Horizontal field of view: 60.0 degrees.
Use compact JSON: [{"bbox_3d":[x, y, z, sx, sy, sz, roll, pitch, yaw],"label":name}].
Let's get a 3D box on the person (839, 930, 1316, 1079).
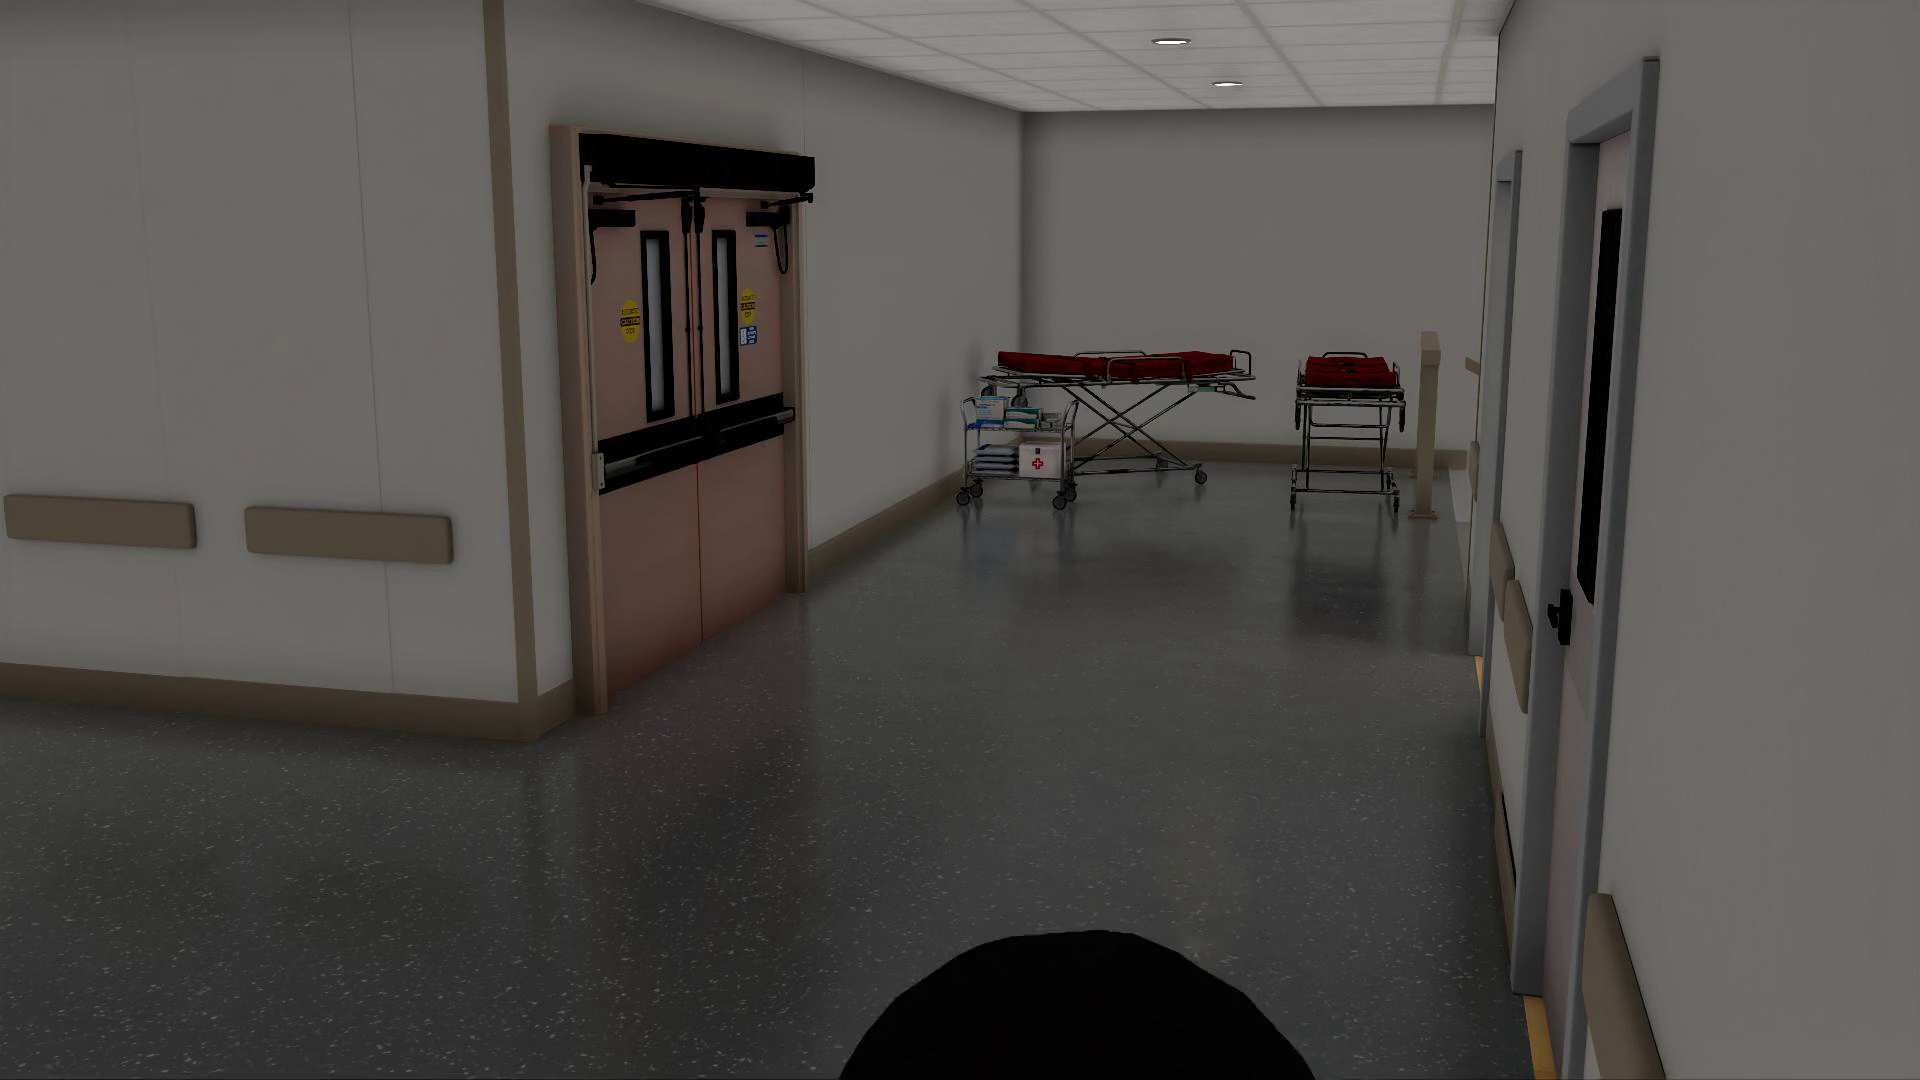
[{"bbox_3d":[0.060,1.013,0.929,0.658,1.717,0.951,2,11,10],"label":"person"}]
